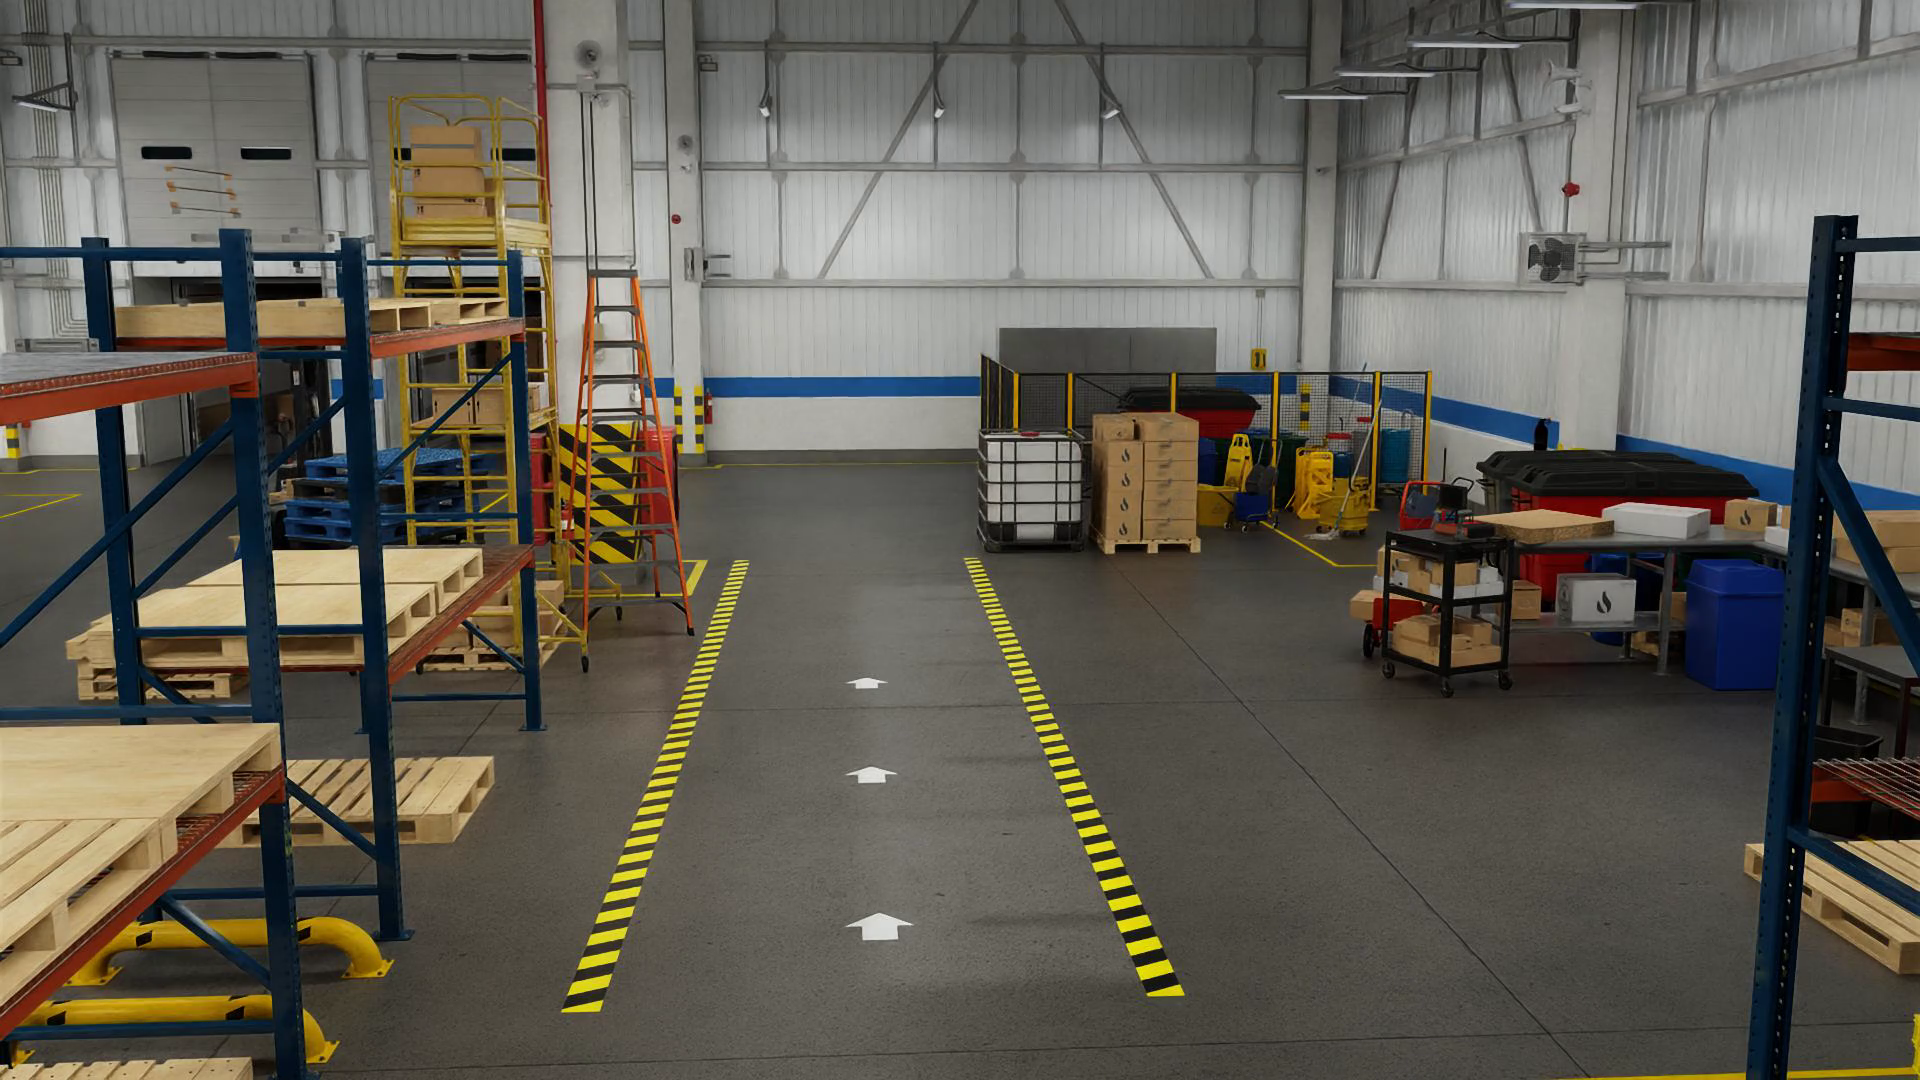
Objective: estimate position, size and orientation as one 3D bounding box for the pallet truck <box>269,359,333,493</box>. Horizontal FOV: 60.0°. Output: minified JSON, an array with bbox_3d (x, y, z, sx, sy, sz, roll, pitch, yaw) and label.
[{"bbox_3d":[-7.062,-1.131,18.996,1.885,1.965,0.823,2,9,13],"label":"pallet truck"}]
